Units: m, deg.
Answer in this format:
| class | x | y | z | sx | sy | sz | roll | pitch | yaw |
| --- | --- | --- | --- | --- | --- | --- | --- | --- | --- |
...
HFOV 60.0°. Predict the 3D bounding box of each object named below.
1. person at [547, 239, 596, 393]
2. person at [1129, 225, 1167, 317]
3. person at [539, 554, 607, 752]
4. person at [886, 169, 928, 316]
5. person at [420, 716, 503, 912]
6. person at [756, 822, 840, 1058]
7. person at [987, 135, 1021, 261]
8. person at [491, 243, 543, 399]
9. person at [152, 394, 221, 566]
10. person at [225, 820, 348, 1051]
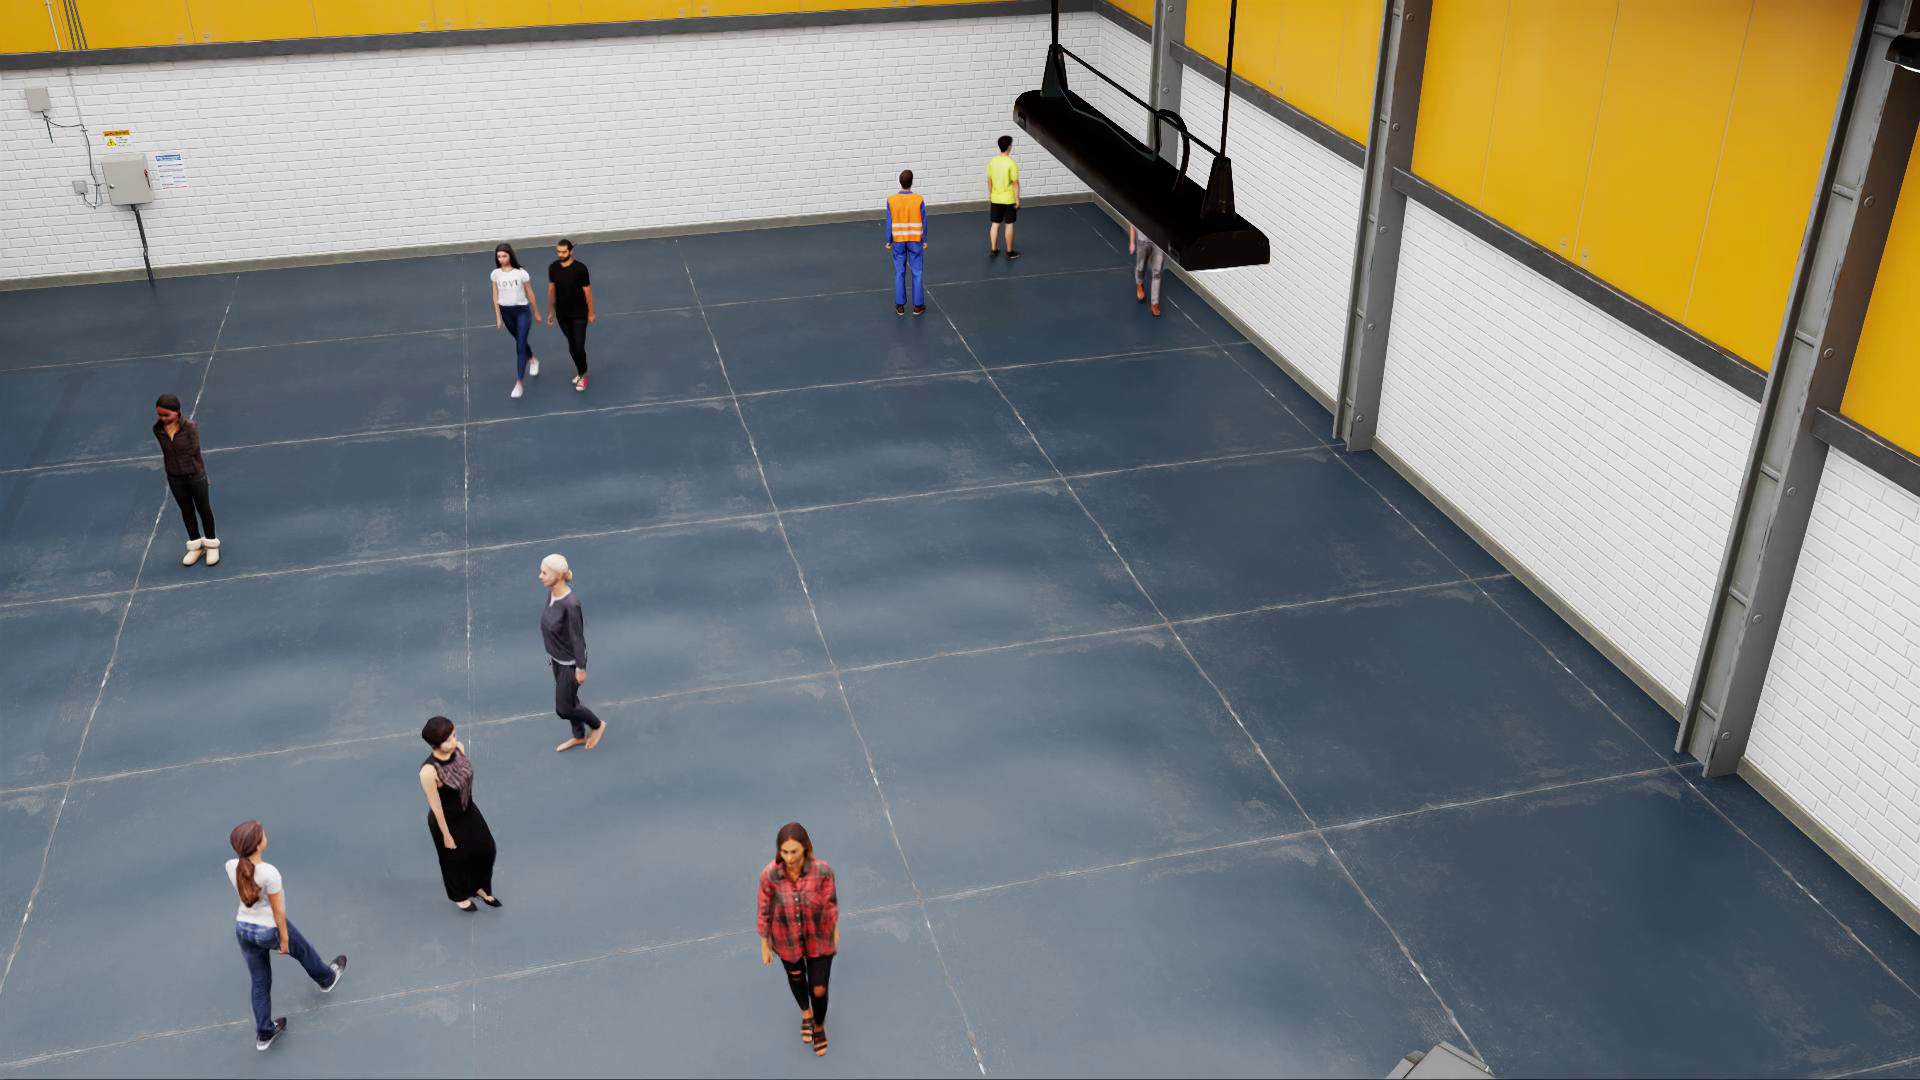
| class | x | y | z | sx | sy | sz | roll | pitch | yaw |
| --- | --- | --- | --- | --- | --- | --- | --- | --- | --- |
| person | -4.430 | -2.639 | 19.123 | 0.835 | 1.741 | 0.926 | 8 | 30 | 14 |
| person | 2.421 | -3.839 | 21.280 | 0.861 | 1.781 | 1.269 | -3 | 29 | -5 |
| person | -2.932 | 0.859 | 12.734 | 0.795 | 1.718 | 0.691 | -20 | 34 | -32 |
| person | -0.665 | -3.778 | 21.082 | 0.758 | 1.864 | 0.717 | 1 | 29 | 2 |
| person | -3.441 | 1.832 | 11.088 | 0.774 | 1.586 | 0.705 | 12 | 31 | 21 |
| person | -0.948 | 2.337 | 10.057 | 0.709 | 1.687 | 0.709 | 0 | 29 | 0 |
| person | 0.600 | -4.746 | 23.020 | 0.686 | 1.708 | 0.744 | 15 | 32 | 26 |
| person | -5.037 | -2.569 | 19.014 | 0.921 | 1.723 | 1.260 | 2 | 29 | 4 |
| person | -7.195 | -0.604 | 15.475 | 0.677 | 1.661 | 0.608 | -7 | 29 | -13 |
| person | -4.258 | 2.412 | 10.087 | 0.843 | 1.527 | 1.063 | 6 | 29 | 11 |
